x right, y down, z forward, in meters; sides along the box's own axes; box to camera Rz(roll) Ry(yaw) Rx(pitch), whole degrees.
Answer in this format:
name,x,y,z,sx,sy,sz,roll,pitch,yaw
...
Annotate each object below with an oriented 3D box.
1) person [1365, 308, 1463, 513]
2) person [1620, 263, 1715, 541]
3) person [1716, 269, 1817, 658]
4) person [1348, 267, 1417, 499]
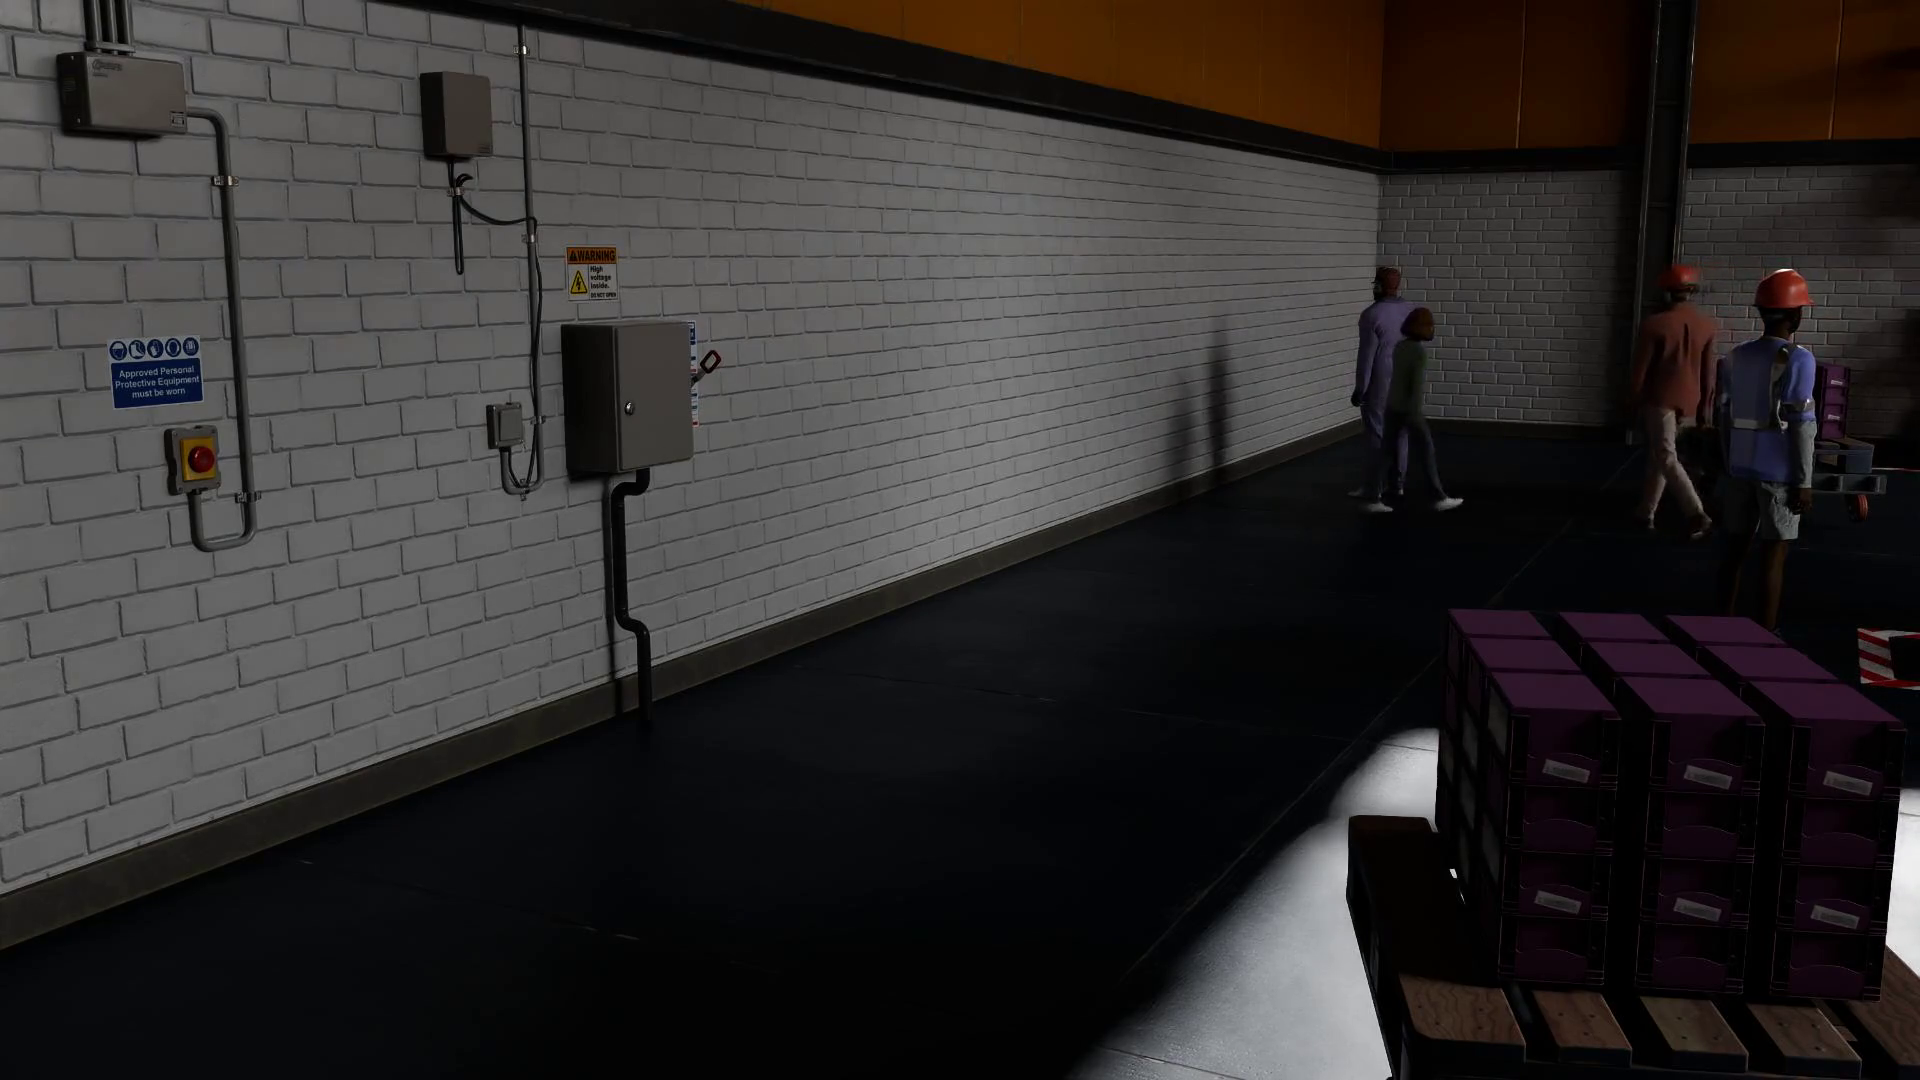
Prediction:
name,x,y,z,sx,sy,sz,roll,pitch,yaw
person,3.544,-0.993,12.919,0.832,1.592,0.513,-3,10,-18
person,5.081,-0.980,11.827,0.616,1.960,0.976,-3,10,-15
person,3.974,-0.348,8.174,0.351,1.942,0.545,-3,10,-19
person,3.474,-1.283,13.693,0.638,1.909,0.408,-6,12,-32
